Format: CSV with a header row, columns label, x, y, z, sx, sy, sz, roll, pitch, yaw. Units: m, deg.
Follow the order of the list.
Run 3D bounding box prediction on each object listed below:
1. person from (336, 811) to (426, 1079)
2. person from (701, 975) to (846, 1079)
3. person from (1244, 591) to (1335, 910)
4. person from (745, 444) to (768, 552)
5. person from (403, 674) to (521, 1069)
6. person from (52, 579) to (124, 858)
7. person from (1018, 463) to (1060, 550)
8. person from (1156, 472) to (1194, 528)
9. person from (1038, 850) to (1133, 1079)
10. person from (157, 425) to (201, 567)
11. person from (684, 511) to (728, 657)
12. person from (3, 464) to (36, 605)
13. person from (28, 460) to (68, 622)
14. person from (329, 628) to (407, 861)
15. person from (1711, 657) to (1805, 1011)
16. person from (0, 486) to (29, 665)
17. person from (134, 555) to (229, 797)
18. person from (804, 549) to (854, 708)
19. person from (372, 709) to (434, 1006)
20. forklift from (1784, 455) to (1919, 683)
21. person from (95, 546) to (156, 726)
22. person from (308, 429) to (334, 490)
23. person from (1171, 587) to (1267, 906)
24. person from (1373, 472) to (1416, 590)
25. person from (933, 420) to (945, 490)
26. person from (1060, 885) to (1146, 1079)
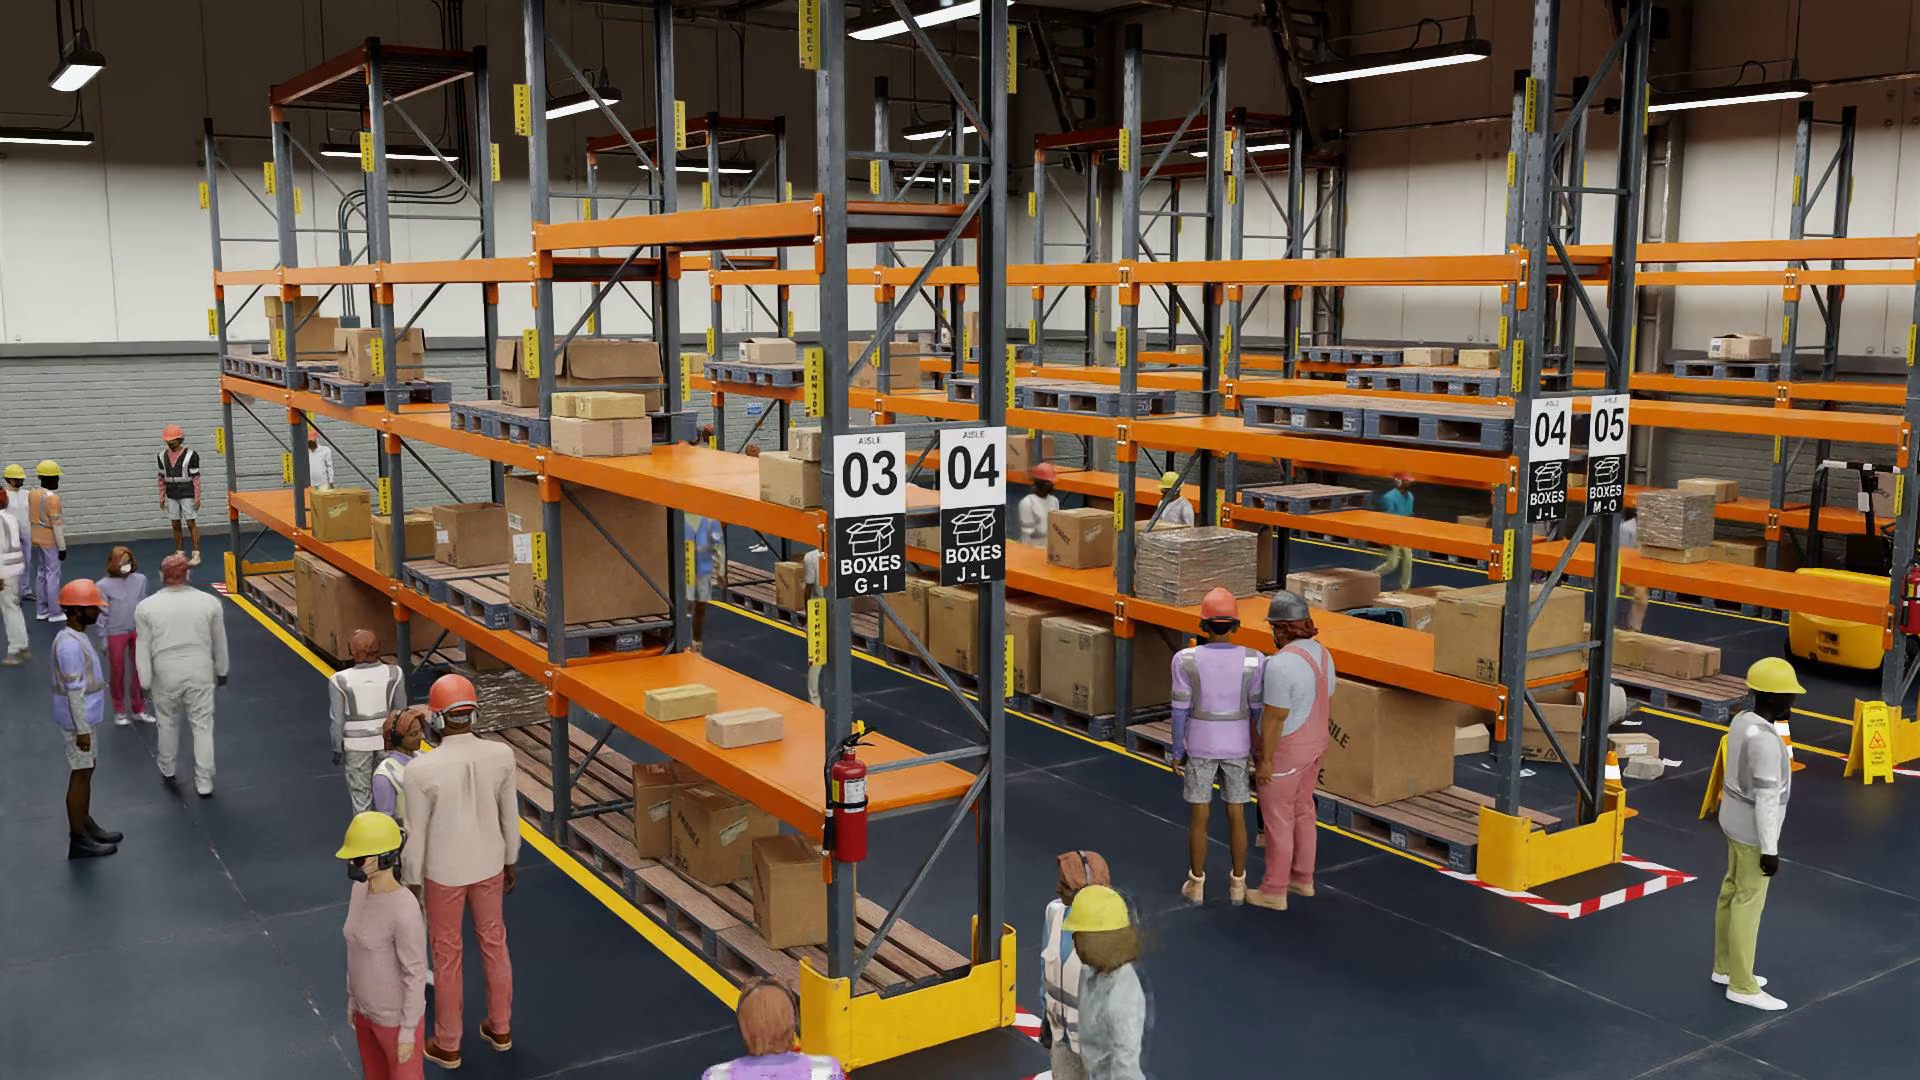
label,x,y,z,sx,sy,sz,roll,pitch,yaw
person,-2.424,1.995,6.990,0.523,1.769,0.309,8,11,42
person,-0.620,2.275,5.592,0.529,1.620,0.547,0,9,0
person,2.073,1.311,10.636,0.535,2.000,0.685,7,11,39
person,-3.069,-0.634,24.979,0.305,1.623,0.501,-2,9,-11
person,-2.536,1.664,8.468,0.611,1.986,0.401,-8,12,-44
person,-6.065,1.228,11.547,0.382,1.934,0.544,-3,9,-22
person,0.854,0.132,18.587,0.621,2.017,0.822,-8,12,-44
person,2.447,0.118,19.276,0.404,1.827,0.600,-5,10,-29
person,0.520,2.072,6.906,0.314,1.636,0.515,-6,11,-37
person,-11.066,-0.621,23.556,0.611,2.030,0.410,1,9,5
person,-2.732,0.335,17.230,0.620,2.006,0.837,-3,9,-21
person,-11.766,-0.069,20.770,0.340,1.757,0.518,4,9,23
person,-10.752,0.018,19.667,0.586,1.920,0.384,6,11,36
person,-4.005,1.409,11.304,0.515,1.642,0.314,-5,10,-30
person,4.385,1.589,9.152,0.375,1.929,0.585,2,9,11
person,-10.084,0.370,17.546,0.356,1.863,0.745,-2,9,-12
person,-6.100,1.041,13.050,0.676,1.853,0.992,-5,10,-31
person,-1.198,0.710,15.220,0.535,1.864,0.309,-7,11,-40
person,-3.041,1.731,9.164,0.307,1.640,0.520,1,9,7
forklift,9.643,0.253,17.172,2.313,2.155,1.214,-6,10,-33
person,-7.517,0.861,15.011,0.303,1.634,0.518,6,10,34
person,-10.318,-0.936,26.593,0.575,1.739,0.349,-3,9,-21
person,1.637,1.315,10.584,0.608,2.048,0.369,0,9,2
person,5.471,-0.078,20.890,0.571,1.734,0.646,-6,11,-36
person,-0.335,-1.301,29.356,0.308,1.639,0.524,2,9,11
person,0.600,2.128,6.245,0.463,1.727,0.497,-1,9,-4
